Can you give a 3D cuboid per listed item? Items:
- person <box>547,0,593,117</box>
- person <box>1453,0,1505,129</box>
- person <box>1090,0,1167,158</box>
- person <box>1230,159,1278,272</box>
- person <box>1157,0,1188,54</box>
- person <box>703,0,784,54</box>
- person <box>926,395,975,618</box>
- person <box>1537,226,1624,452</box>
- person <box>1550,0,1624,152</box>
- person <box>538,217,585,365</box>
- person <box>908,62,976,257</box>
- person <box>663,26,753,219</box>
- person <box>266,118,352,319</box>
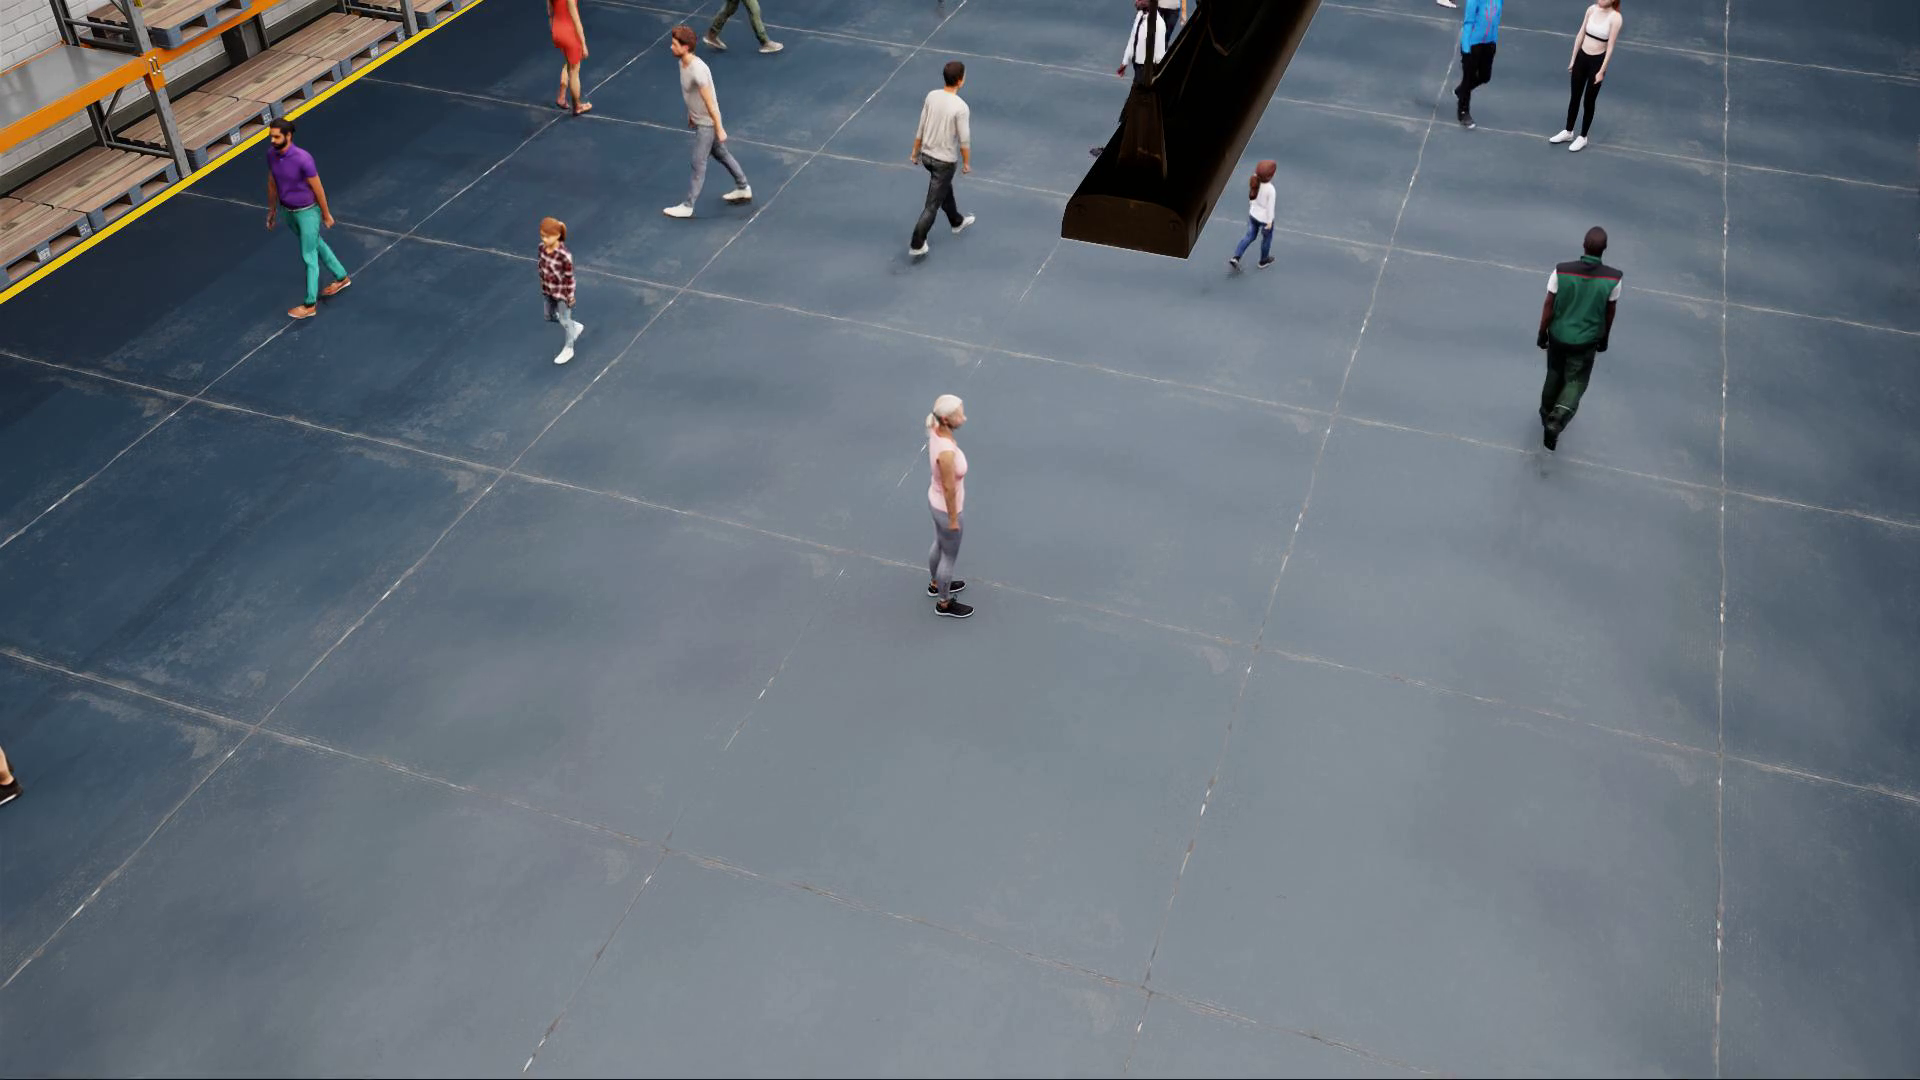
[{"bbox_3d":[-4.209,-5.270,17.565,0.717,1.711,0.766,26,45,28],"label":"person"},{"bbox_3d":[5.376,-5.237,17.469,0.885,1.778,0.946,-18,42,-21],"label":"person"},{"bbox_3d":[1.976,-4.709,16.801,1.171,1.787,1.251,-9,39,-11],"label":"person"},{"bbox_3d":[2.703,-2.951,15.154,0.795,1.096,0.661,-26,45,-28],"label":"person"},{"bbox_3d":[2.216,-5.793,18.180,0.911,1.760,1.207,-2,39,-2],"label":"person"},{"bbox_3d":[-2.615,-6.347,18.990,0.931,1.615,1.166,-1,39,-1],"label":"person"},{"bbox_3d":[-0.096,-0.247,11.265,0.692,1.724,0.593,-7,39,-9],"label":"person"},{"bbox_3d":[4.712,-1.517,12.779,0.774,1.818,1.086,17,42,20],"label":"person"},{"bbox_3d":[6.466,-4.864,17.024,0.705,1.752,0.671,-22,44,-25],"label":"person"},{"bbox_3d":[-3.337,-2.134,13.967,0.621,1.300,0.712,23,44,26],"label":"person"},{"bbox_3d":[-0.248,-3.438,15.248,0.990,1.739,1.269,28,47,31],"label":"person"},{"bbox_3d":[-2.343,-3.969,15.839,1.216,1.831,1.173,-15,41,-18],"label":"person"},{"bbox_3d":[-5.694,-2.894,14.573,0.740,1.731,1.100,20,43,23],"label":"person"}]
